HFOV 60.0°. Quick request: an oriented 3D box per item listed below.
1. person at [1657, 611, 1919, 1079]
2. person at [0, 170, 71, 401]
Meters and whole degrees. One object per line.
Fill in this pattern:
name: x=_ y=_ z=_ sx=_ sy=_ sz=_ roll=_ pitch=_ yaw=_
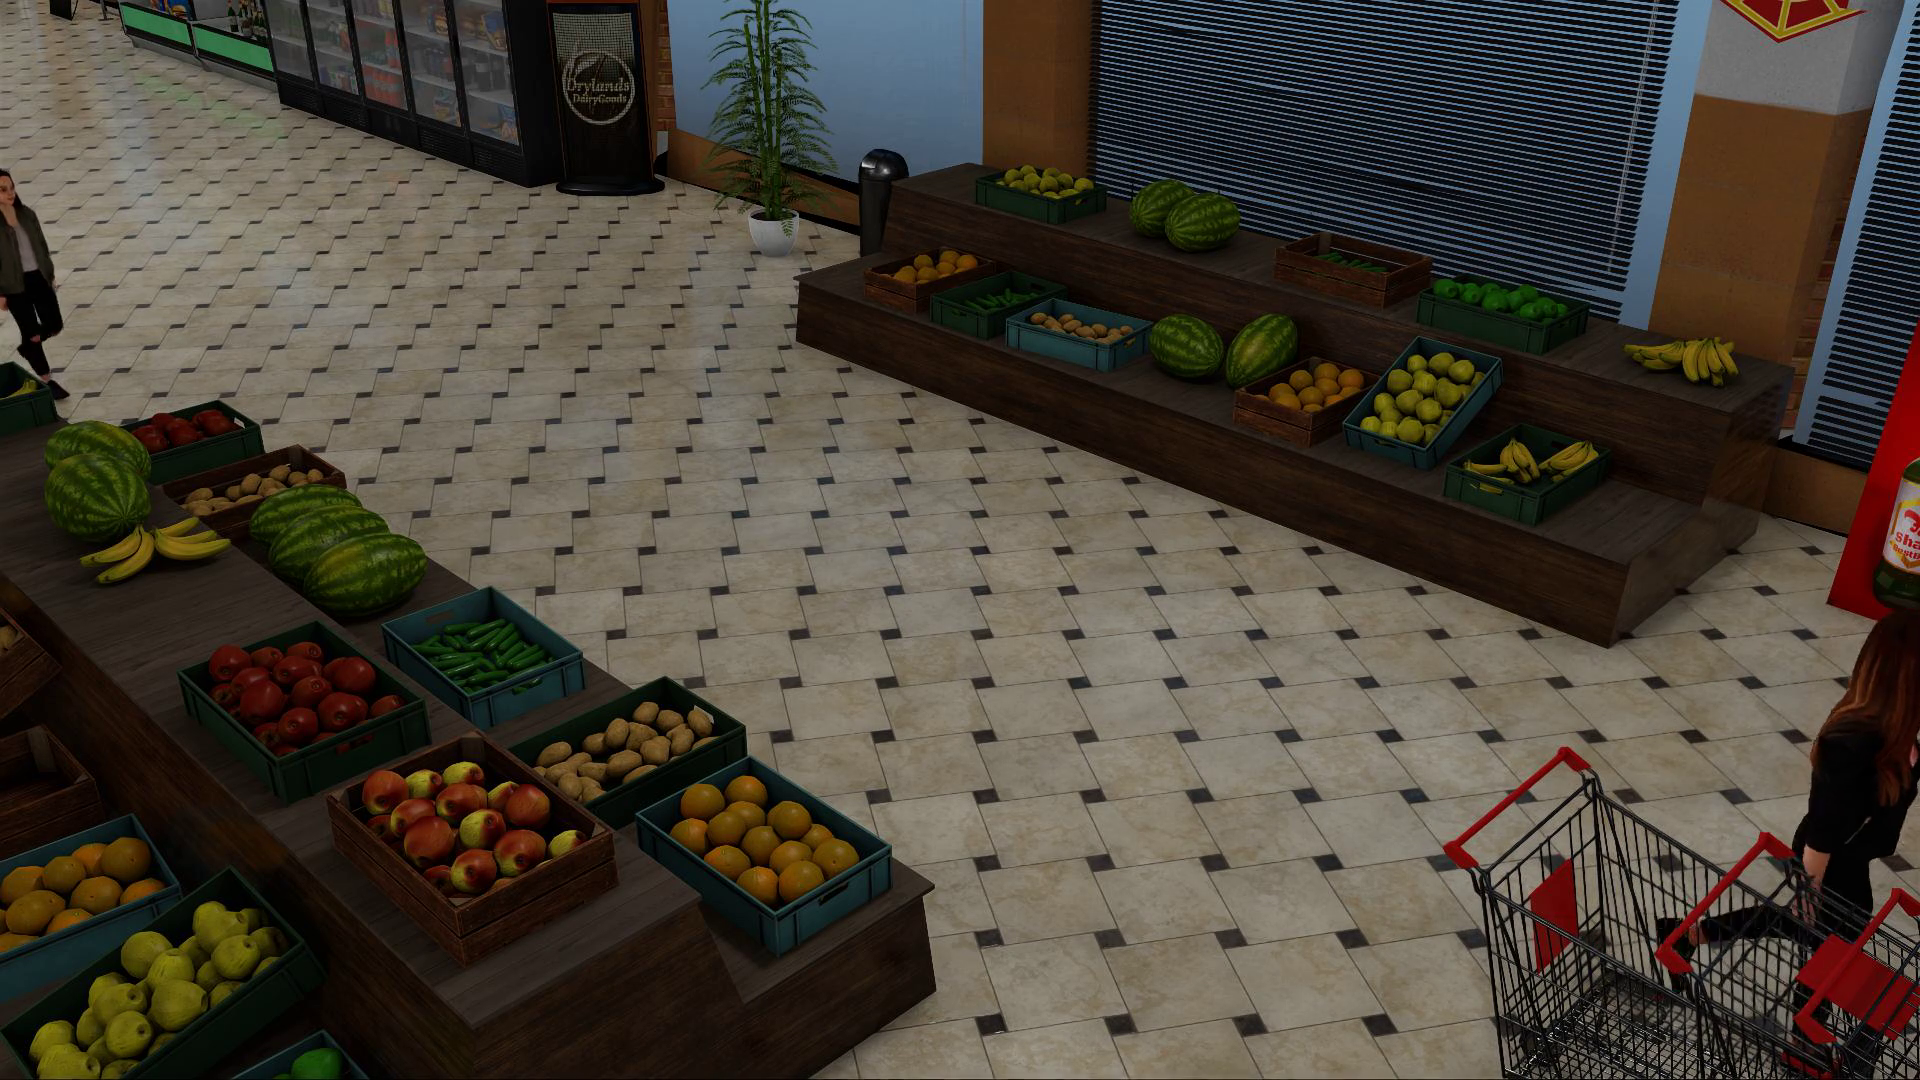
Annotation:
person: x=2.626 y=0.958 z=5.186 sx=1.004 sy=1.690 sz=0.664 roll=21 pitch=33 yaw=35
person: x=-5.958 y=-1.617 z=10.511 sx=0.854 sy=1.465 sz=0.698 roll=16 pitch=31 yaw=28
